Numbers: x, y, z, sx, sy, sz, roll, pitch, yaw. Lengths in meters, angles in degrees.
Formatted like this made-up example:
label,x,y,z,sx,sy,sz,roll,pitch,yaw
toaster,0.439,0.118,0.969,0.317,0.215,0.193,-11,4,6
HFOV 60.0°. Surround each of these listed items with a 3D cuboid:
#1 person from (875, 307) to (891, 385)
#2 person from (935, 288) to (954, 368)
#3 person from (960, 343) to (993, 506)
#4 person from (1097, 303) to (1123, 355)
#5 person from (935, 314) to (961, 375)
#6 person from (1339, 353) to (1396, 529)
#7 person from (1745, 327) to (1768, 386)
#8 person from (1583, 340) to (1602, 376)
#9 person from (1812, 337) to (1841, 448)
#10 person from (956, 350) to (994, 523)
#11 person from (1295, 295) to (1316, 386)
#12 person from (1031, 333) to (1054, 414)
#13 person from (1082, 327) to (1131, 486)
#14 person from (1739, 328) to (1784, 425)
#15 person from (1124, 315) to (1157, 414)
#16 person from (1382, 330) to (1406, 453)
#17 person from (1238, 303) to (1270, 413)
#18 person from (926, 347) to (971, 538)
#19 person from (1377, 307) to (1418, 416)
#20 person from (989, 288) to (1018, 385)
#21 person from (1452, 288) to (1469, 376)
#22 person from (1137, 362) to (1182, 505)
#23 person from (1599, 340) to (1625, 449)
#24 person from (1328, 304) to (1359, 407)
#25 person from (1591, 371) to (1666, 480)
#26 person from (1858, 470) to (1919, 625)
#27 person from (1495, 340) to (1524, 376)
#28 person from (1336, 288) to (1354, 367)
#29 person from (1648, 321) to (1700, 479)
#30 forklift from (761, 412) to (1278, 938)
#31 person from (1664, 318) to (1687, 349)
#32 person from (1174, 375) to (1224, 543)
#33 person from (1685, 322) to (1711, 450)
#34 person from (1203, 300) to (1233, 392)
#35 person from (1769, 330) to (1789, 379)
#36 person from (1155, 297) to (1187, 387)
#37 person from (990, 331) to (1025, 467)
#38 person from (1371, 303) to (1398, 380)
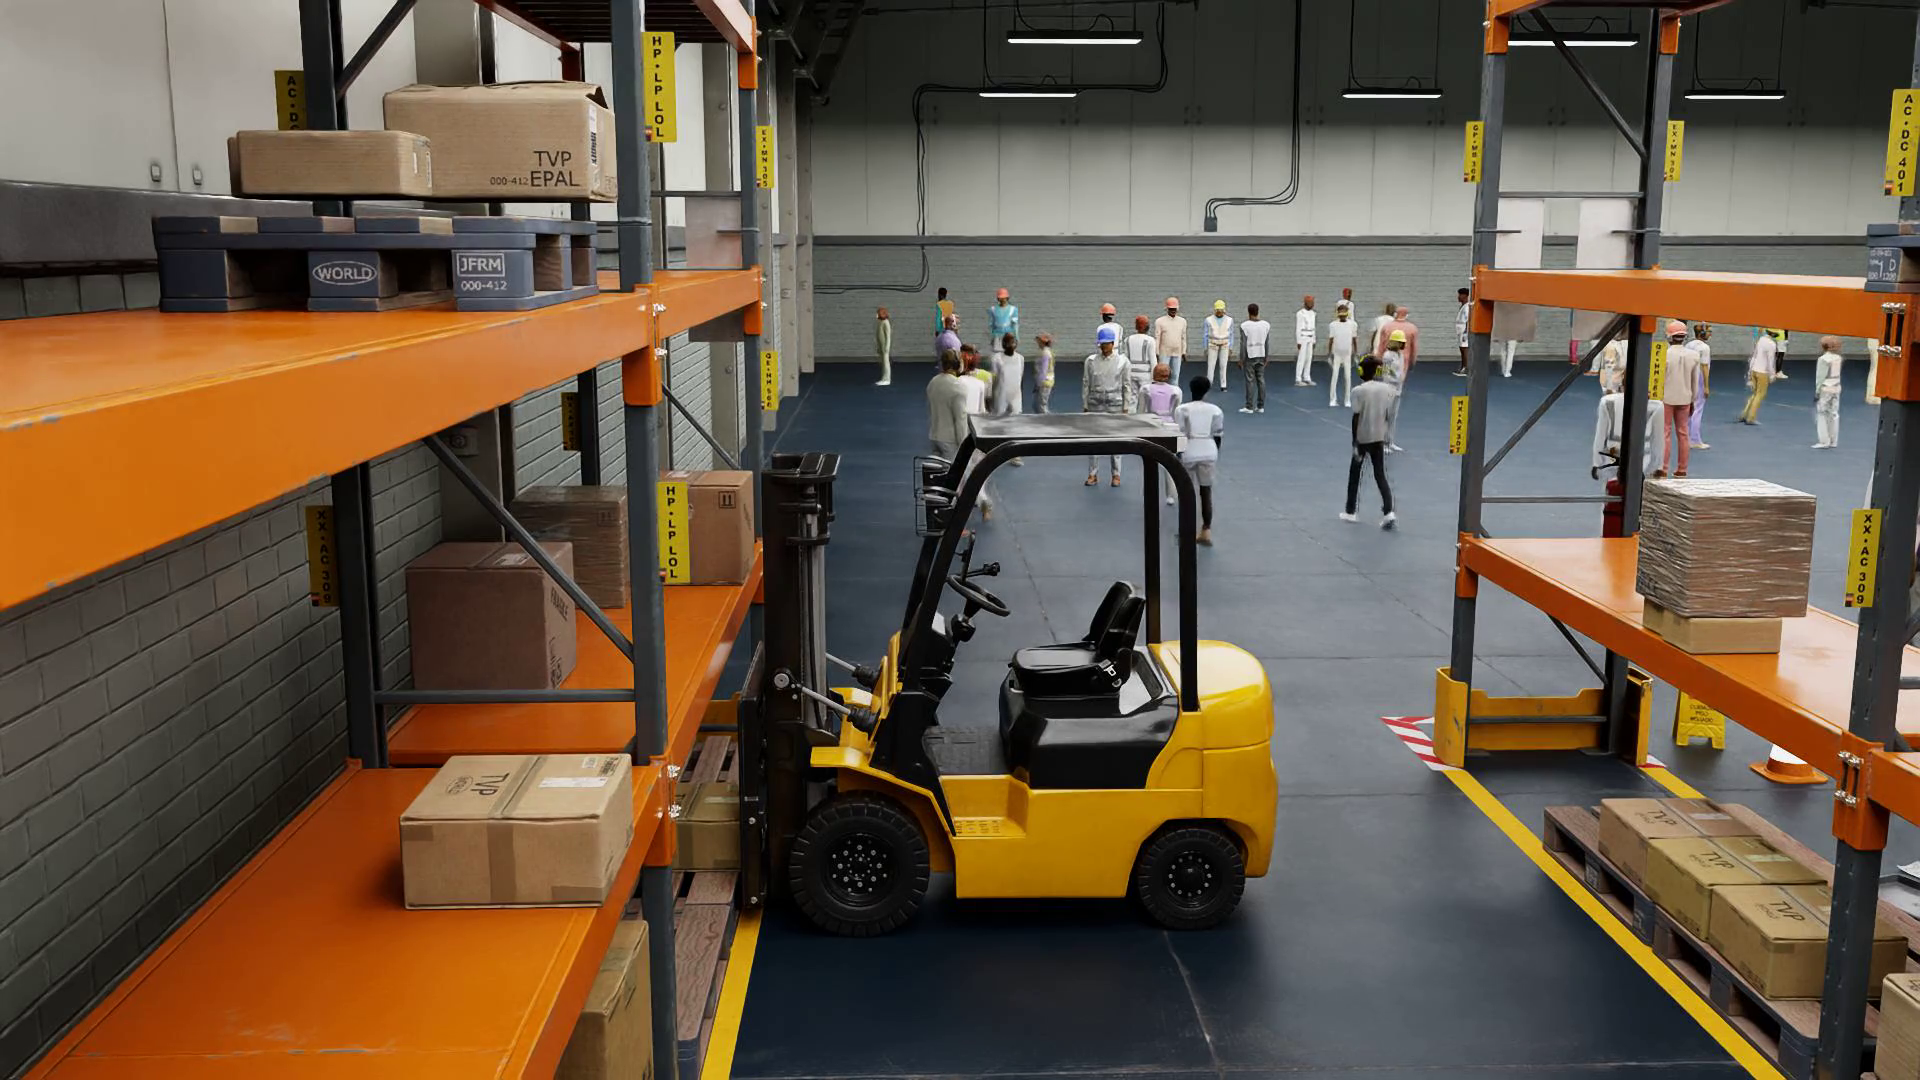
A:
label,x,y,z,sx,sy,sz,roll,pitch,yaw
person,-1.610,-4.060,34.810,0.266,1.631,0.507,-5,11,-24
person,-0.358,-5.009,39.347,0.396,1.910,0.587,7,13,35
person,0.090,-1.310,18.880,0.567,1.847,0.389,3,11,16
person,2.518,-3.067,28.430,0.551,1.936,0.356,-9,13,-40
person,-0.132,-2.459,25.163,0.399,1.900,0.644,-4,11,-21
person,4.324,-1.043,17.478,0.512,1.836,0.957,-3,11,-14
person,16.600,-4.111,34.547,0.359,1.835,0.512,6,12,30
person,14.222,-4.649,37.244,0.372,1.940,0.627,6,12,30
person,12.572,-2.123,24.096,0.524,1.611,0.405,-6,12,-29
person,0.099,-1.088,17.681,0.574,1.854,0.832,-9,14,-41
person,7.203,-4.142,34.588,0.584,1.878,0.354,-9,14,-42
person,1.251,-2.351,25.338,0.339,1.620,0.533,-1,10,-4
person,1.788,-1.626,20.375,0.607,1.948,0.389,2,10,13
person,13.083,-2.717,27.071,0.453,1.723,0.549,1,10,3
person,2.740,-2.442,25.106,0.582,1.882,0.351,9,14,42
person,6.175,-2.118,23.694,0.324,1.740,0.492,9,13,40
person,5.145,-3.177,29.117,0.589,1.913,0.399,-4,11,-22
person,-0.117,-0.978,16.831,0.375,1.931,0.631,-6,12,-32
person,7.563,-3.078,28.700,0.666,1.865,0.875,5,11,26
person,0.901,-4.225,34.645,0.614,2.020,0.775,1,10,4
person,11.266,-4.658,37.214,0.362,1.963,0.613,1,10,7
person,2.265,-1.200,18.901,0.518,1.631,0.319,1,10,4
person,9.461,-2.270,24.048,0.390,1.924,0.548,6,12,31
person,6.965,-3.349,30.201,0.544,1.871,0.339,3,11,15
person,6.311,-0.734,15.649,0.614,1.855,0.816,6,12,30
person,6.183,0.104,11.065,0.387,1.837,0.560,1,10,8
person,12.338,-4.603,37.227,0.615,1.854,0.923,5,11,27
person,9.235,-5.095,39.908,0.370,1.879,0.579,-5,12,-28
person,8.971,-1.749,20.936,0.621,1.989,0.391,-2,10,-9
forklift,0.291,0.548,7.580,2.313,2.155,1.214,0,10,-2
person,15.251,-4.285,35.493,0.429,1.839,0.634,1,10,4
person,2.374,-0.814,16.631,0.549,1.650,0.776,-1,10,-8
person,10.646,-2.230,24.027,0.330,1.844,0.520,-2,10,-11
person,5.137,-3.842,33.045,0.602,1.830,0.404,0,10,0
person,17.978,-4.389,36.467,0.321,1.696,0.536,-1,10,-7
person,3.790,-3.356,29.884,0.622,1.992,0.397,-3,11,-16
person,0.604,-1.909,22.360,0.510,1.814,0.849,-4,11,-21
person,8.340,-3.781,32.836,0.612,1.796,0.940,8,13,37
